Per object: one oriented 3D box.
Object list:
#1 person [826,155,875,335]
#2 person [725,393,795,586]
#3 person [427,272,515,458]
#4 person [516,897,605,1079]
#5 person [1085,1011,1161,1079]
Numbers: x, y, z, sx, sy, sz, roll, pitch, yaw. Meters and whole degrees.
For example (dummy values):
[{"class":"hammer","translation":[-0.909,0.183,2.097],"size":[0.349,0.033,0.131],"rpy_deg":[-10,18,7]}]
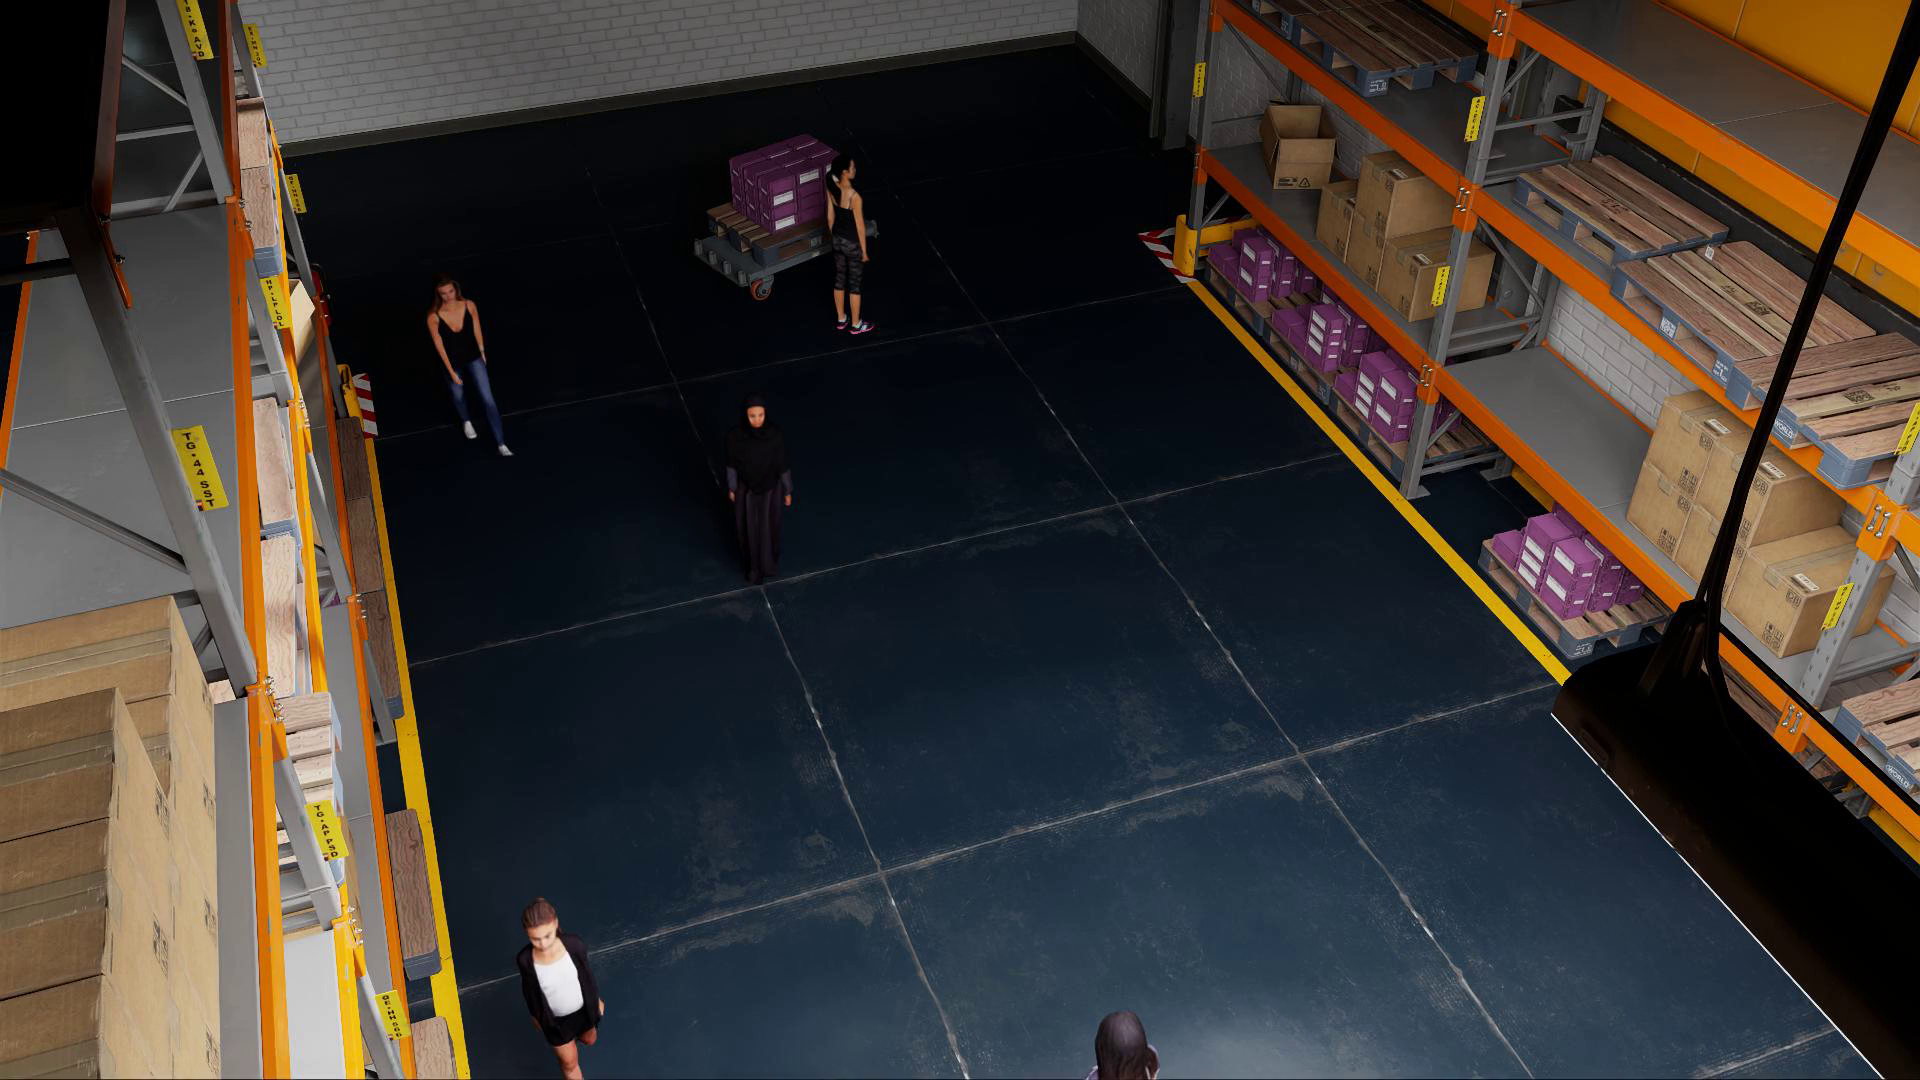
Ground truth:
[{"class":"person","translation":[-1.036,-2.687,15.140],"size":[0.605,1.727,0.700],"rpy_deg":[28,46,30]},{"class":"person","translation":[-1.514,-0.447,12.431],"size":[0.680,1.608,0.772],"rpy_deg":[-8,39,-10]},{"class":"person","translation":[-4.133,-1.497,13.694],"size":[0.664,1.673,1.093],"rpy_deg":[-20,43,-23]},{"class":"person","translation":[-2.118,2.428,8.889],"size":[0.550,1.537,0.915],"rpy_deg":[-13,40,-16]},{"class":"person","translation":[0.764,2.882,8.184],"size":[0.649,1.705,0.619],"rpy_deg":[-25,45,-28]}]
